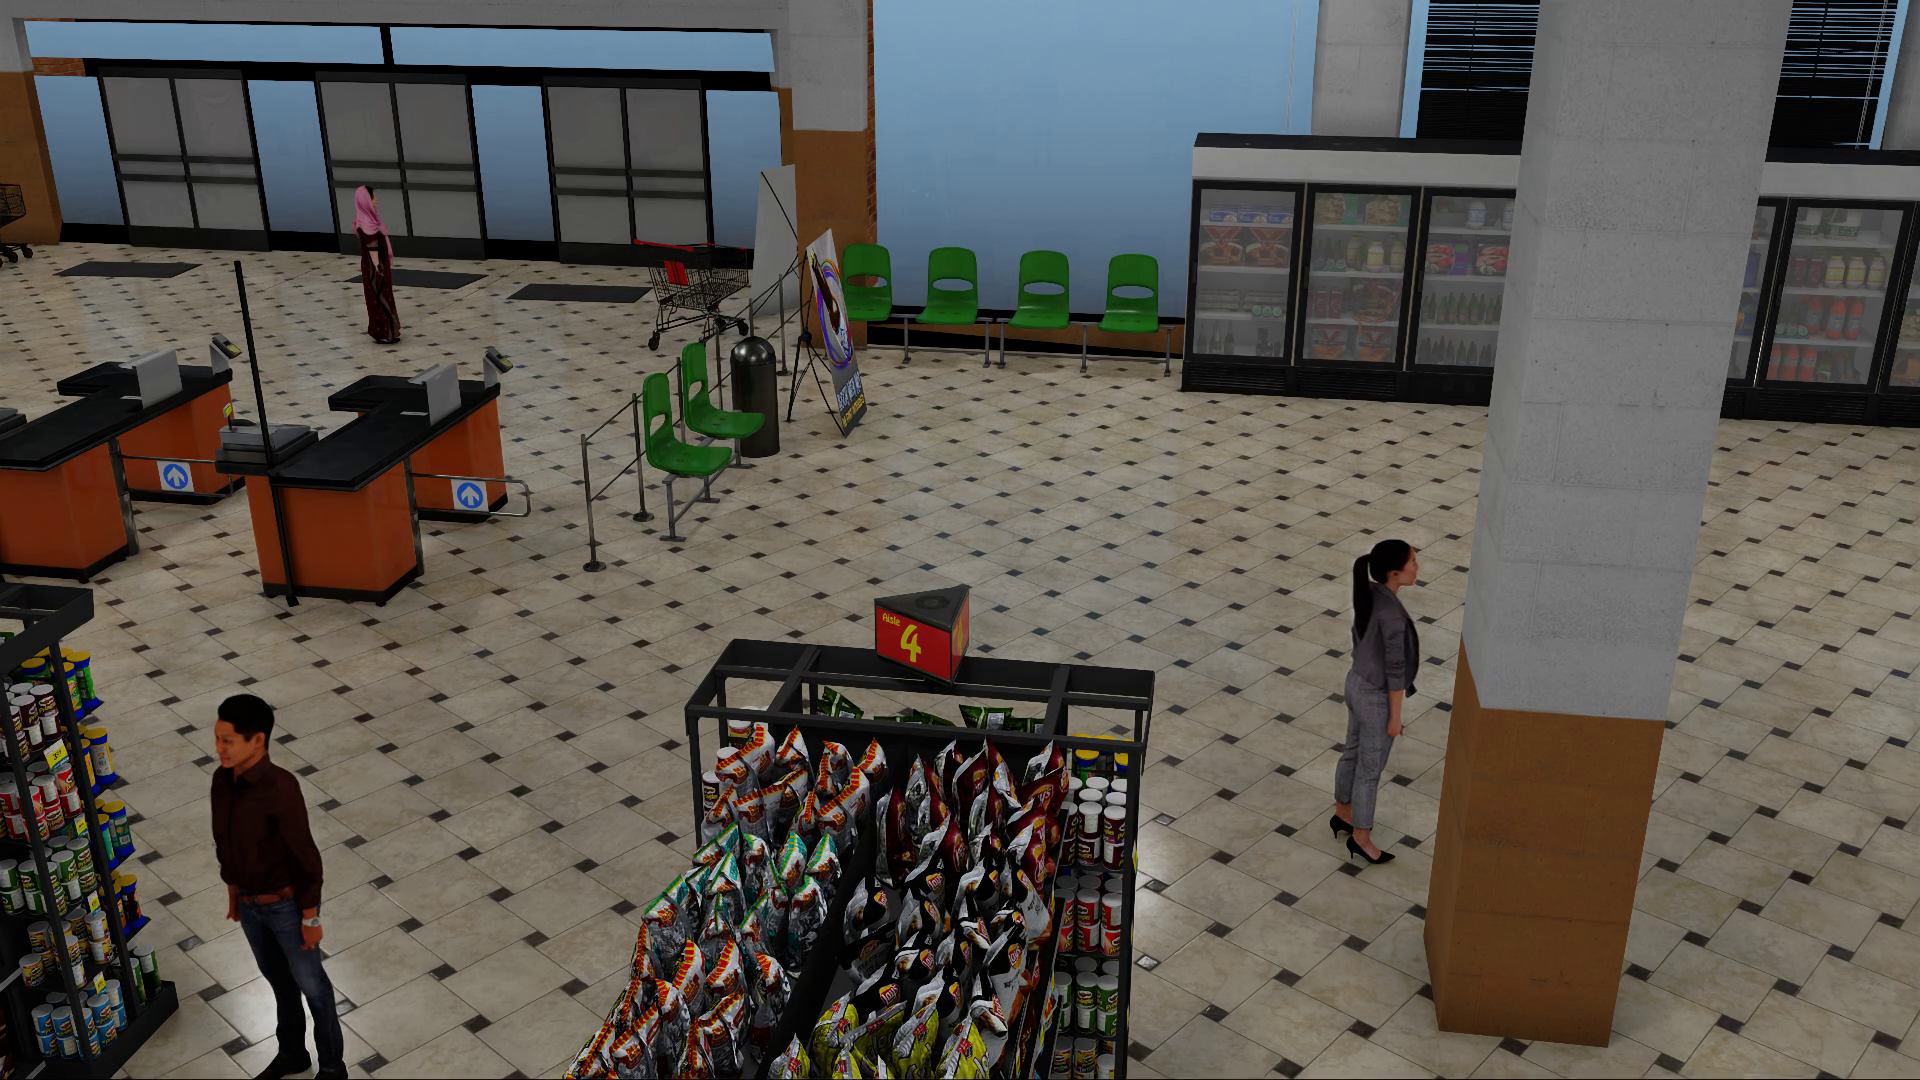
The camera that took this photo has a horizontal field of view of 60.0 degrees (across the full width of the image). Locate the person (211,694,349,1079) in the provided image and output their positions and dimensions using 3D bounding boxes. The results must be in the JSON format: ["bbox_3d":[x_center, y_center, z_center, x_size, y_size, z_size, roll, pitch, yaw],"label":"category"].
[{"bbox_3d":[-2.654,1.394,6.482,0.702,1.781,0.640,11,25,26],"label":"person"}]

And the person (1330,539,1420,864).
[{"bbox_3d":[2.026,0.776,8.160,0.753,1.677,0.619,-3,22,-8],"label":"person"}]

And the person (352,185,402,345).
[{"bbox_3d":[-6.074,-2.862,17.269,0.817,1.637,0.700,-6,23,-15],"label":"person"}]
